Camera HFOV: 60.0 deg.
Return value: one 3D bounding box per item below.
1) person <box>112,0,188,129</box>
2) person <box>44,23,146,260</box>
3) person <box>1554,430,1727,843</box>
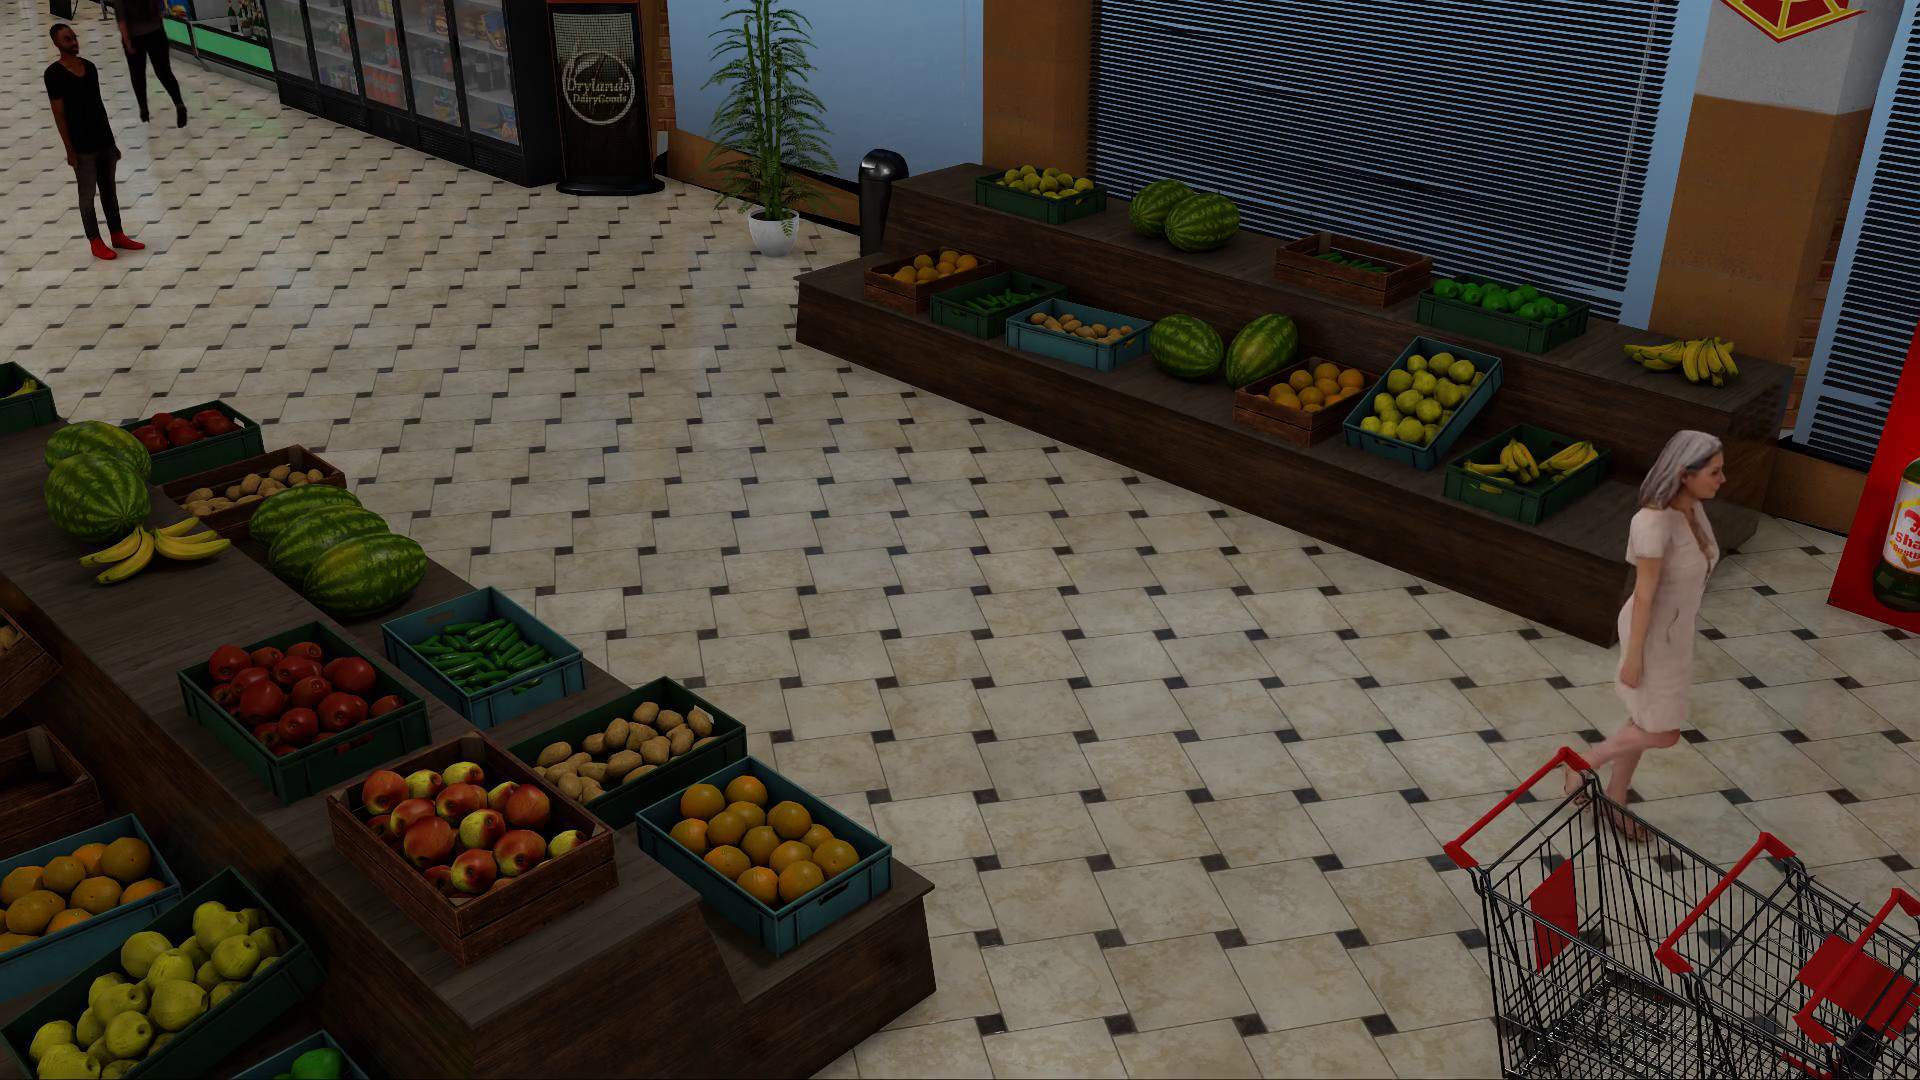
[{"bbox_3d":[-8.259,-5.082,16.971,0.702,1.803,1.139,-21,34,-35],"label":"person"},{"bbox_3d":[-6.920,-3.168,13.193,0.678,1.806,0.707,10,28,18],"label":"person"},{"bbox_3d":[2.524,0.380,6.284,0.713,1.727,0.649,20,33,34],"label":"person"}]
